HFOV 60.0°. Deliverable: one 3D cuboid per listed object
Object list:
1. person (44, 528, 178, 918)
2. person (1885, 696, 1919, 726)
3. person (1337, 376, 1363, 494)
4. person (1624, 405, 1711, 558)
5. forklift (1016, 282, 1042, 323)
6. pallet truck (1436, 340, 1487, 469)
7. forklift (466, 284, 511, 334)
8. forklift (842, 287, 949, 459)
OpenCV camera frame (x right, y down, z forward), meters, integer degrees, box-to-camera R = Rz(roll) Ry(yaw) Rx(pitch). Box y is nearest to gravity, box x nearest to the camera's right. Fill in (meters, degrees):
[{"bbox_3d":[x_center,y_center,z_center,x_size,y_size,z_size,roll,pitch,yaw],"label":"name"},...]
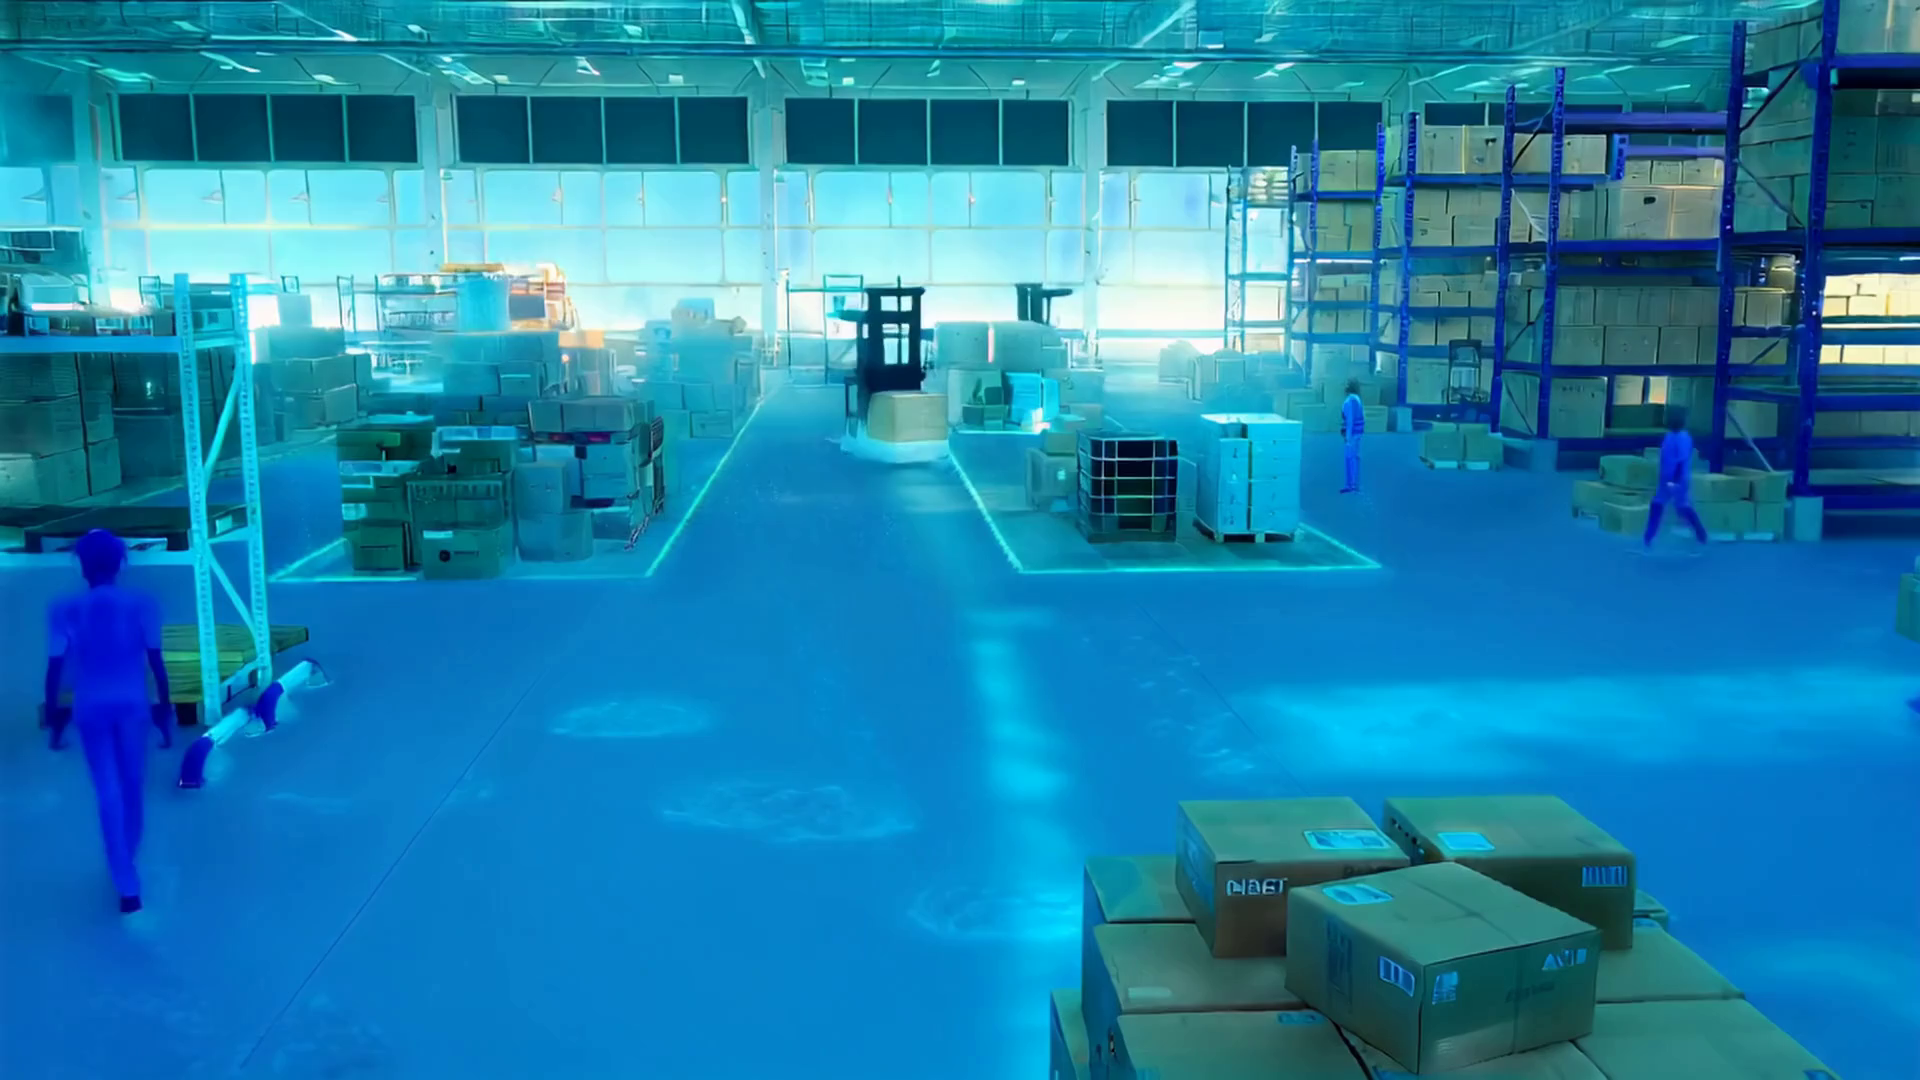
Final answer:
[{"bbox_3d":[-4.111,0.848,8.028,0.545,1.816,0.971,-6,11,-34],"label":"person"},{"bbox_3d":[6.575,0.380,10.716,0.665,1.919,1.107,-7,12,-38],"label":"person"},{"bbox_3d":[5.426,-1.455,23.049,0.307,1.640,0.521,4,10,24],"label":"person"},{"bbox_3d":[7.664,-0.623,17.783,0.864,1.649,0.533,0,9,-1],"label":"person"},{"bbox_3d":[1.852,-5.540,44.818,1.873,2.768,1.129,5,10,27],"label":"forklift"},{"bbox_3d":[8.004,-2.170,26.422,0.823,1.965,1.885,2,9,14],"label":"pallet truck"},{"bbox_3d":[-10.636,-4.409,37.714,1.129,2.768,1.873,-7,11,-36],"label":"forklift"},{"bbox_3d":[-1.068,-2.819,27.732,1.129,2.768,1.873,-5,10,-30],"label":"forklift"}]
